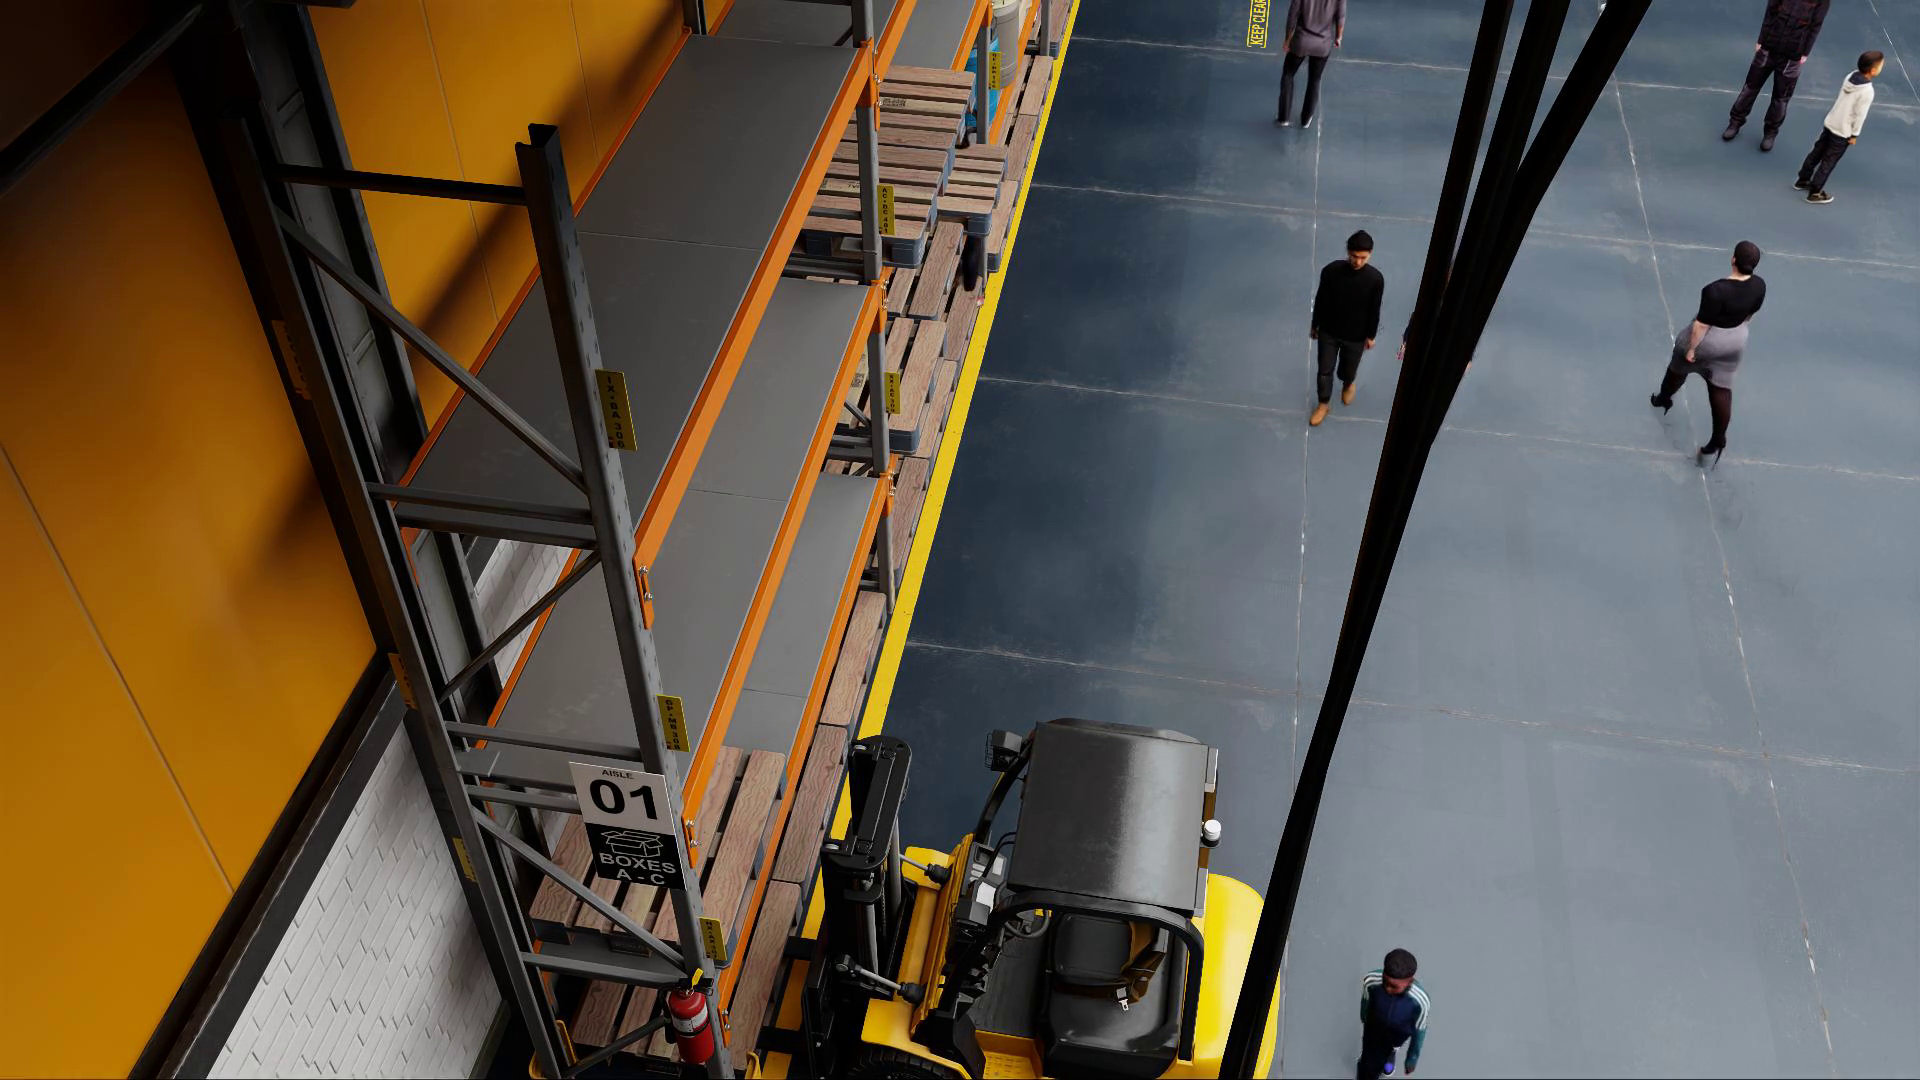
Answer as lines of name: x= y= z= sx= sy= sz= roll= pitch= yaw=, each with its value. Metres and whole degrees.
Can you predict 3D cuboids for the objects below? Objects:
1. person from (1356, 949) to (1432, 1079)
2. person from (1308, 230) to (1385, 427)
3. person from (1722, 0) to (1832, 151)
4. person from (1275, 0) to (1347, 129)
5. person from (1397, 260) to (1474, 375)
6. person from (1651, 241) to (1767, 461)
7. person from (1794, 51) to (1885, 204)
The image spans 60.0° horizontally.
person: x=2.280 y=2.486 z=8.721 sx=0.658 sy=1.214 sz=0.947 roll=15 pitch=46 yaw=15
person: x=2.964 y=-1.662 z=12.715 sx=0.794 sy=1.712 sz=0.879 roll=21 pitch=47 yaw=20
person: x=7.744 y=-4.619 z=15.676 sx=0.763 sy=1.908 sz=0.735 roll=26 pitch=49 yaw=25
person: x=3.356 y=-4.733 z=15.842 sx=0.687 sy=1.845 sz=0.641 roll=8 pitch=44 yaw=8
person: x=3.649 y=-1.446 z=12.526 sx=0.989 sy=1.660 sz=0.920 roll=-29 pitch=51 yaw=-27
person: x=5.684 y=-1.390 z=12.425 sx=0.925 sy=1.718 sz=1.208 roll=-7 pitch=44 yaw=-7
person: x=7.988 y=-3.764 z=15.112 sx=0.684 sy=1.449 sz=0.527 roll=-4 pitch=44 yaw=-4
